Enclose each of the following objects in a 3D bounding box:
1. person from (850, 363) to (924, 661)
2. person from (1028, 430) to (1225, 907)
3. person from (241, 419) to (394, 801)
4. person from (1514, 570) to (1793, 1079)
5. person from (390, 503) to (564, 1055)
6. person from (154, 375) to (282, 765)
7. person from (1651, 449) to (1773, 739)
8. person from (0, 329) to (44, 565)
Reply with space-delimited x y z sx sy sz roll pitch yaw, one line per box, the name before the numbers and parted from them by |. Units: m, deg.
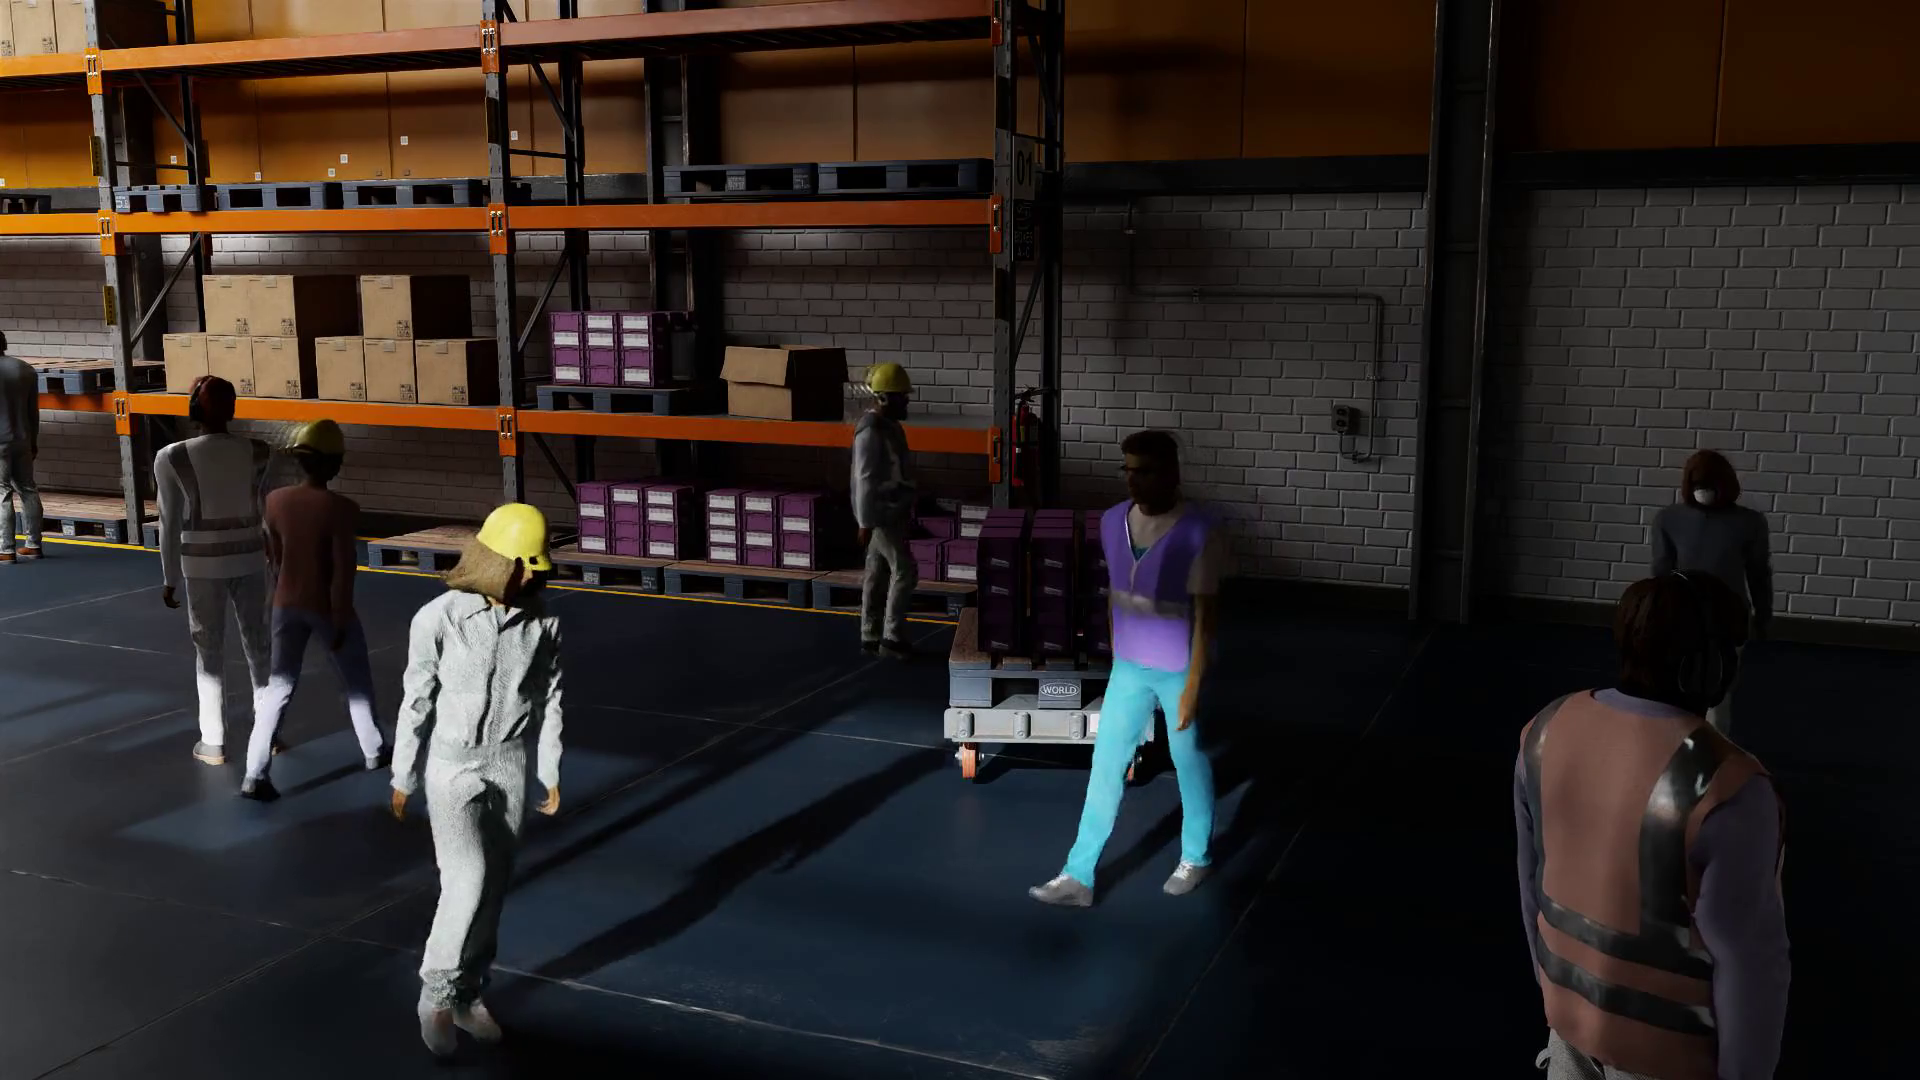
person | -0.373 -0.162 10.108 0.570 1.812 0.626 2 10 9
person | 0.670 0.499 6.174 0.926 1.798 0.587 -9 13 -43
person | -2.975 0.309 7.602 0.528 1.717 0.921 2 10 13
person | 1.368 0.966 3.283 0.429 1.844 0.623 -4 10 -22
person | -1.451 0.728 5.114 0.459 1.697 0.537 9 13 43
person | -3.566 0.144 8.073 0.584 1.883 0.345 -7 12 -36
person | 3.482 0.353 7.702 0.506 1.589 0.687 7 12 35
person | -7.698 -0.766 13.383 0.372 1.934 0.627 4 10 22
